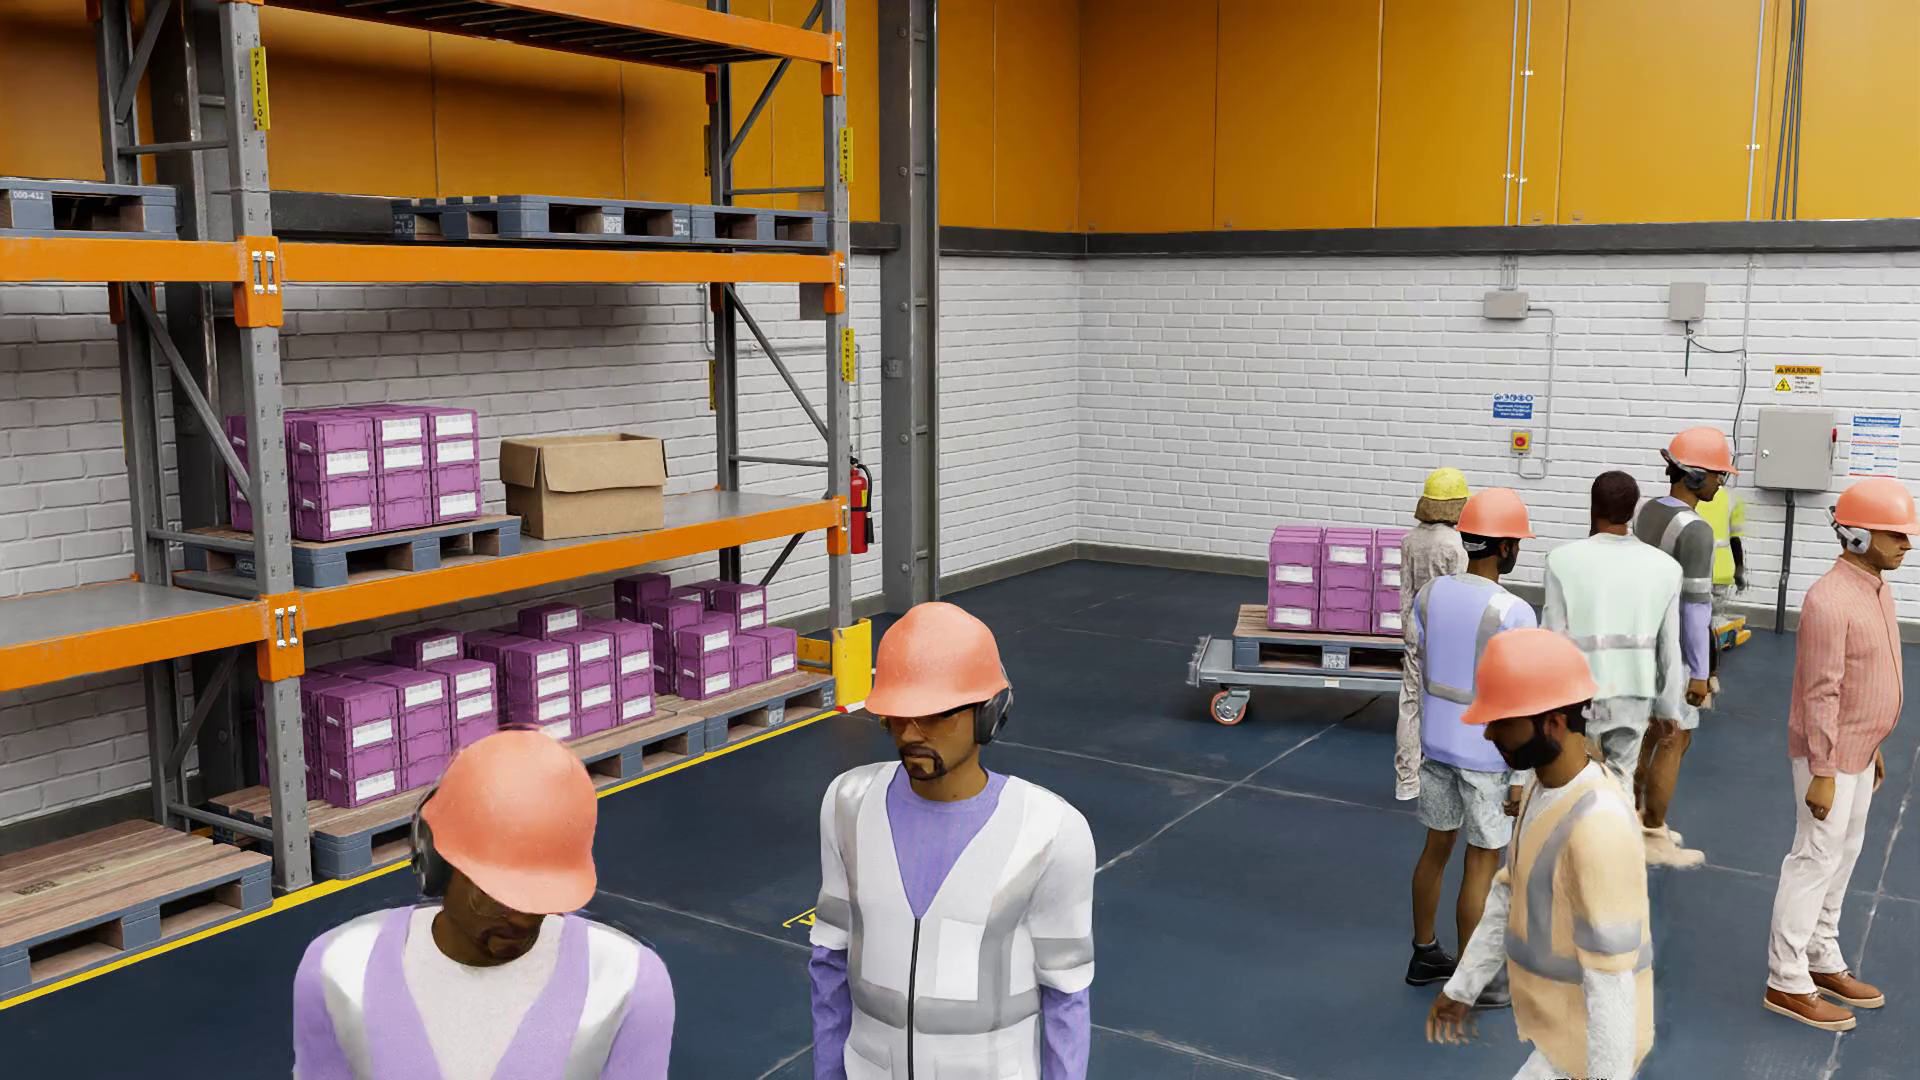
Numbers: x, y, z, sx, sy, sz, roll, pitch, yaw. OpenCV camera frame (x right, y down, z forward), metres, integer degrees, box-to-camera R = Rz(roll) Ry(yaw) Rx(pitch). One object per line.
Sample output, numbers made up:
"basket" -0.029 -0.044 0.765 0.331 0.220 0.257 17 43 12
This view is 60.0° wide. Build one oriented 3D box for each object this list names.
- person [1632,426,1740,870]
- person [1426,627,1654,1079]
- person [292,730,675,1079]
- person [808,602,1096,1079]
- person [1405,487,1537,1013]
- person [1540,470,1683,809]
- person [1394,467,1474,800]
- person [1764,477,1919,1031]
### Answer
"person" 3.263 0.493 7.568 0.409 2.029 0.612 0 9 -1
"person" 1.276 1.132 3.856 0.866 1.885 0.557 2 9 14
"person" -0.794 1.273 2.650 0.682 1.979 0.974 -1 9 -7
"person" -0.039 1.130 3.359 0.605 2.045 0.378 4 9 22
"person" 1.906 0.765 6.129 0.383 1.930 0.539 -5 10 -29
"person" 2.703 0.669 6.884 0.624 1.885 0.645 -1 9 -4
"person" 2.429 0.500 8.431 0.299 1.745 0.483 -4 10 -25
"person" 3.190 0.760 5.979 0.403 1.987 0.608 8 12 42
